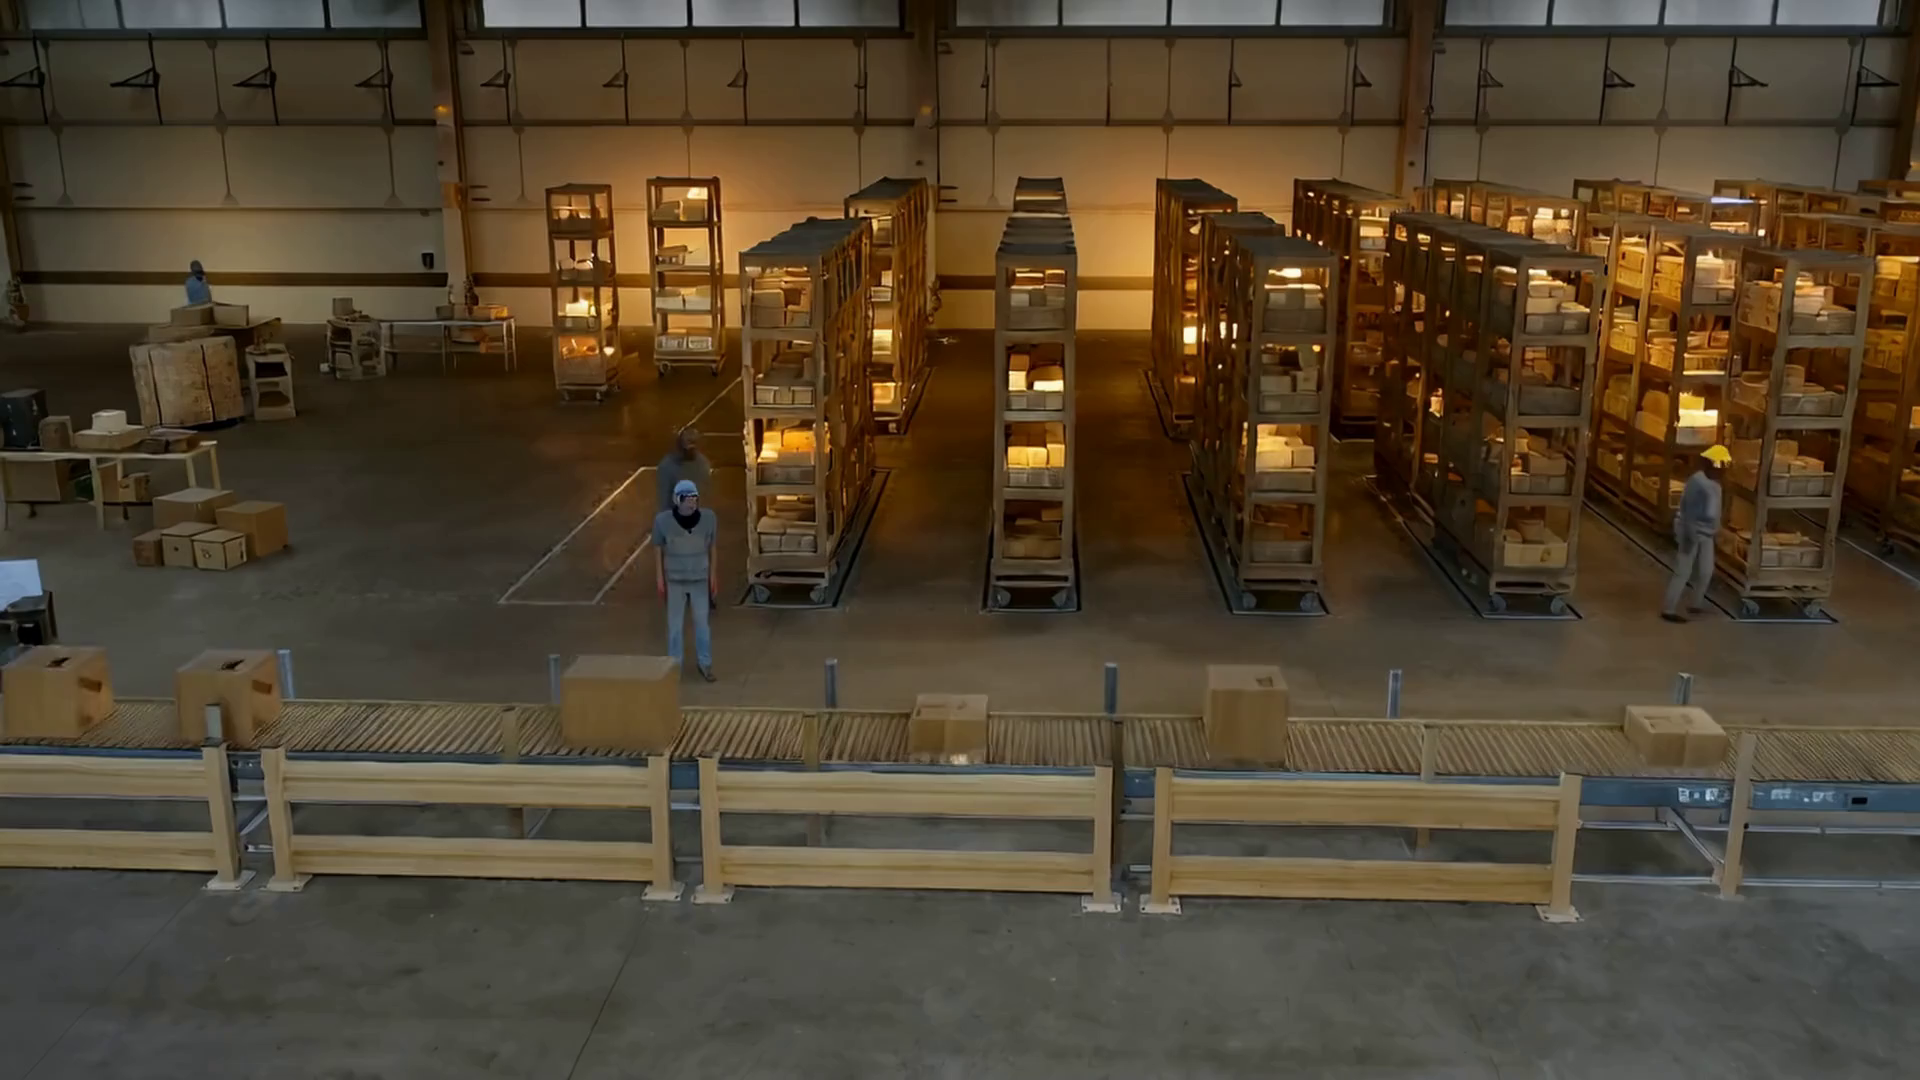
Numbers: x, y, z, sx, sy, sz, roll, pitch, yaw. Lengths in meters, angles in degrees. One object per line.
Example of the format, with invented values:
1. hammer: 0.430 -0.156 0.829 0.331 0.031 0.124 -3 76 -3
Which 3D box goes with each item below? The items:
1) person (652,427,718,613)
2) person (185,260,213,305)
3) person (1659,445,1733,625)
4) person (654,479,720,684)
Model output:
1. person: -2.811 -0.233 16.870 0.652 1.875 0.873 -12 19 -38
2. person: -14.924 -4.567 32.843 0.480 1.921 0.579 7 17 24
3. person: 7.260 -0.049 16.338 0.598 1.793 0.465 -13 20 -41
4. person: -2.407 0.355 14.719 0.564 1.848 0.390 -5 16 -18
